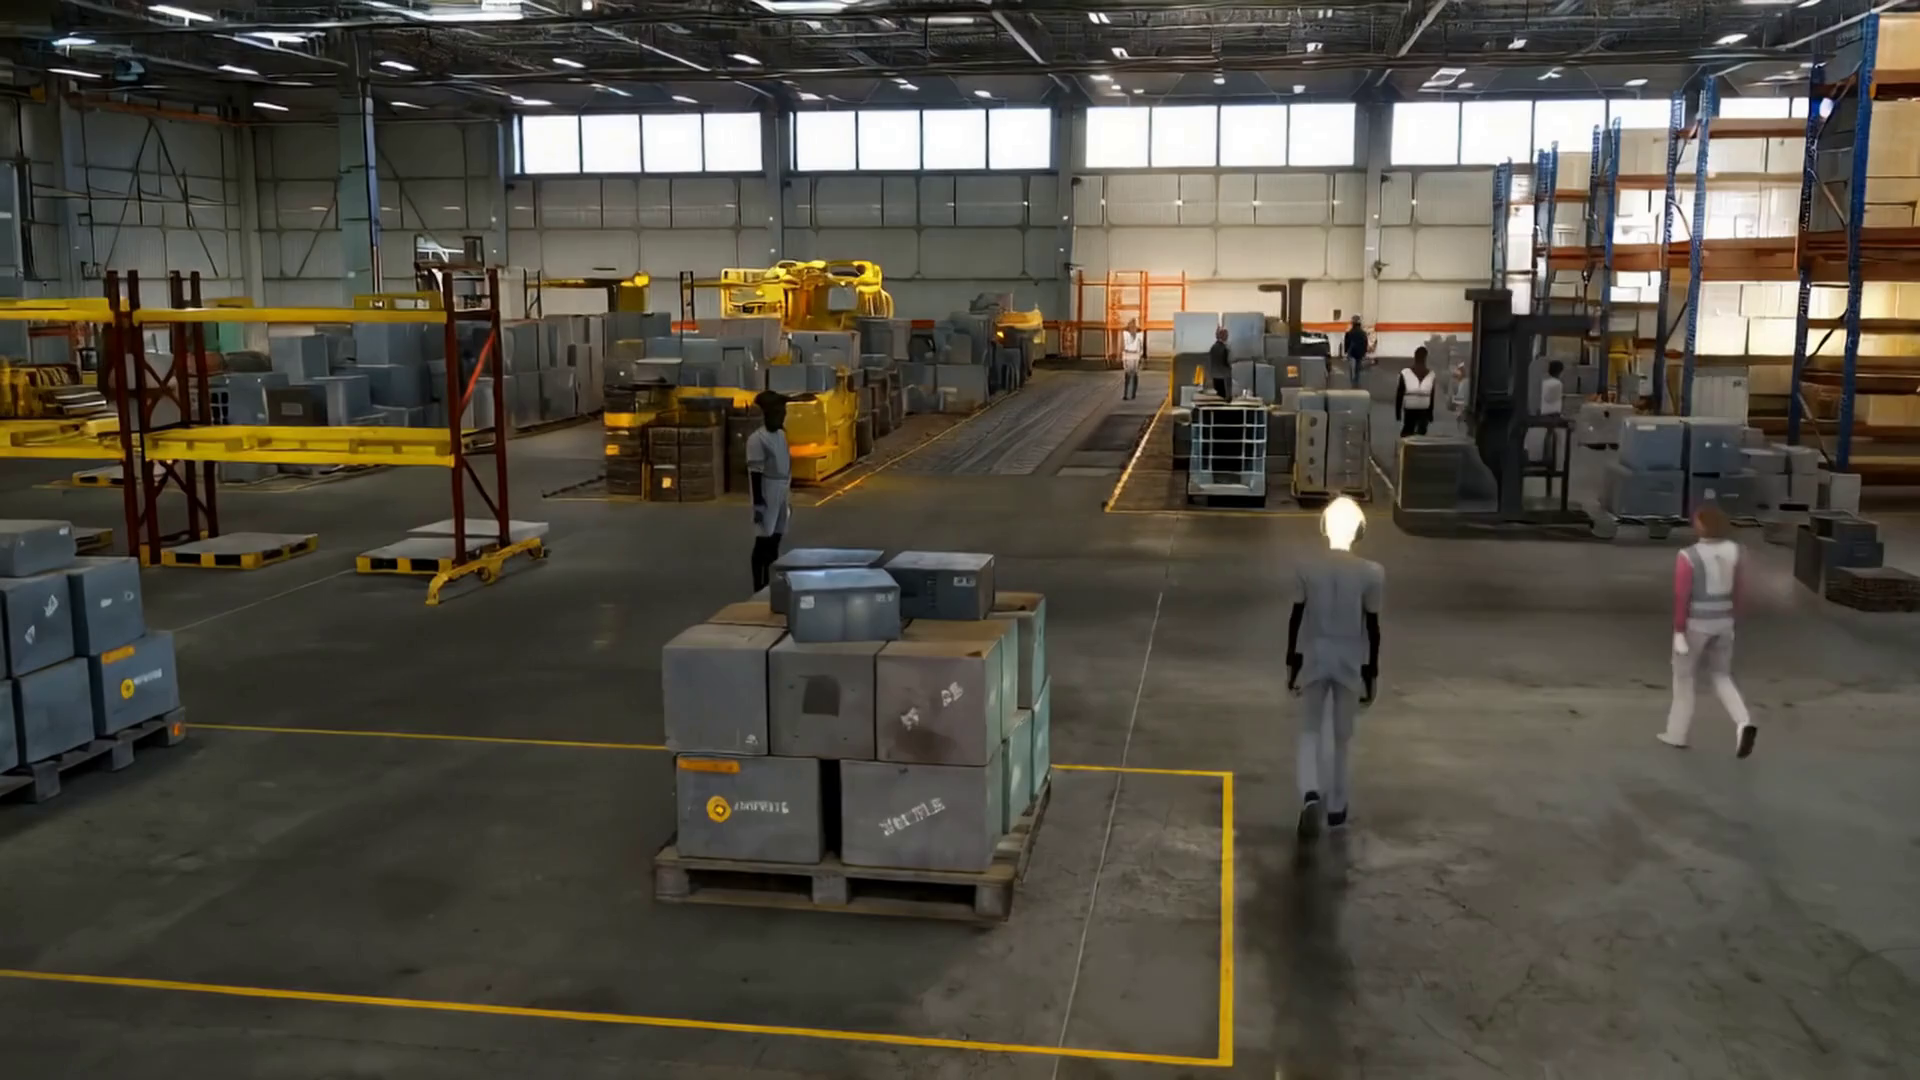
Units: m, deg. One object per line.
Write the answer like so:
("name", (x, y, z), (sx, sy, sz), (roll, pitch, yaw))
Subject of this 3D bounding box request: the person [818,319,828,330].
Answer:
("person", (-3.156, -4.082, 37.987), (0.356, 1.938, 0.633), (4, 10, 22))

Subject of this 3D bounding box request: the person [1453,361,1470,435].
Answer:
("person", (7.877, -1.989, 26.029), (0.321, 1.631, 0.524), (0, 9, 0))

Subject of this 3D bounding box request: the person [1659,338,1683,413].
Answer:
("person", (13.734, -3.062, 32.036), (0.710, 1.825, 0.634), (2, 9, 13))

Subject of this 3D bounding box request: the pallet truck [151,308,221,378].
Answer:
("pallet truck", (-21.869, -5.598, 47.154), (0.823, 1.965, 1.885), (4, 10, 26))

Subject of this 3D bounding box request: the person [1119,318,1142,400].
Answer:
("person", (3.971, -4.227, 38.885), (0.550, 1.935, 0.375), (5, 10, 27))

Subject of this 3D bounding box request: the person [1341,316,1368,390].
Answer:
("person", (9.652, -4.517, 40.736), (0.593, 1.922, 1.027), (-2, 9, -10))

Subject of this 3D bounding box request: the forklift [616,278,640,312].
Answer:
("forklift", (-9.044, -5.765, 45.468), (1.873, 2.768, 1.129), (1, 9, 9))

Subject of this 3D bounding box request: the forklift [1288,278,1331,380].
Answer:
("forklift", (9.141, -5.729, 45.248), (1.873, 2.768, 1.129), (1, 9, 9))

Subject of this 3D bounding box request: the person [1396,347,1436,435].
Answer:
("person", (6.858, -1.971, 25.105), (0.591, 1.898, 0.678), (-1, 9, -5))

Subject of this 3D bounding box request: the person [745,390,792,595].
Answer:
("person", (-1.704, -0.374, 15.029), (0.374, 1.966, 0.608), (4, 10, 21))

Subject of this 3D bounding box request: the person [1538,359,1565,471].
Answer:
("person", (8.977, -1.888, 25.197), (0.316, 1.696, 0.540), (-2, 9, -9))

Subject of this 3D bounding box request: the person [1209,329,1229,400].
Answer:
("person", (4.980, -3.077, 31.848), (0.395, 1.930, 0.637), (-2, 9, -14))

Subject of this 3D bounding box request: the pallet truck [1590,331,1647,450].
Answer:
("pallet truck", (11.253, -2.573, 28.499), (0.823, 1.965, 1.885), (5, 10, 27))

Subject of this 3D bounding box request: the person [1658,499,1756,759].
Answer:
("person", (4.675, 0.556, 10.349), (0.518, 1.617, 0.664), (-2, 9, -12))

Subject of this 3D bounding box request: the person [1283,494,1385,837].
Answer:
("person", (1.973, 0.686, 8.846), (0.509, 1.858, 0.669), (3, 10, 15))

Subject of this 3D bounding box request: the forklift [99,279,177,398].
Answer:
("forklift", (-19.606, -4.720, 39.027), (1.873, 2.768, 1.129), (1, 9, 9))

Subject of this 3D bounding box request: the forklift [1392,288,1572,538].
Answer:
("forklift", (6.013, -1.486, 19.080), (1.873, 2.768, 1.129), (1, 9, 9))

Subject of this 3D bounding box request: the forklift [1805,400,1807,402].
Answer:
("forklift", (18.933, -4.617, 38.389), (1.129, 2.768, 1.873), (3, 10, 17))
